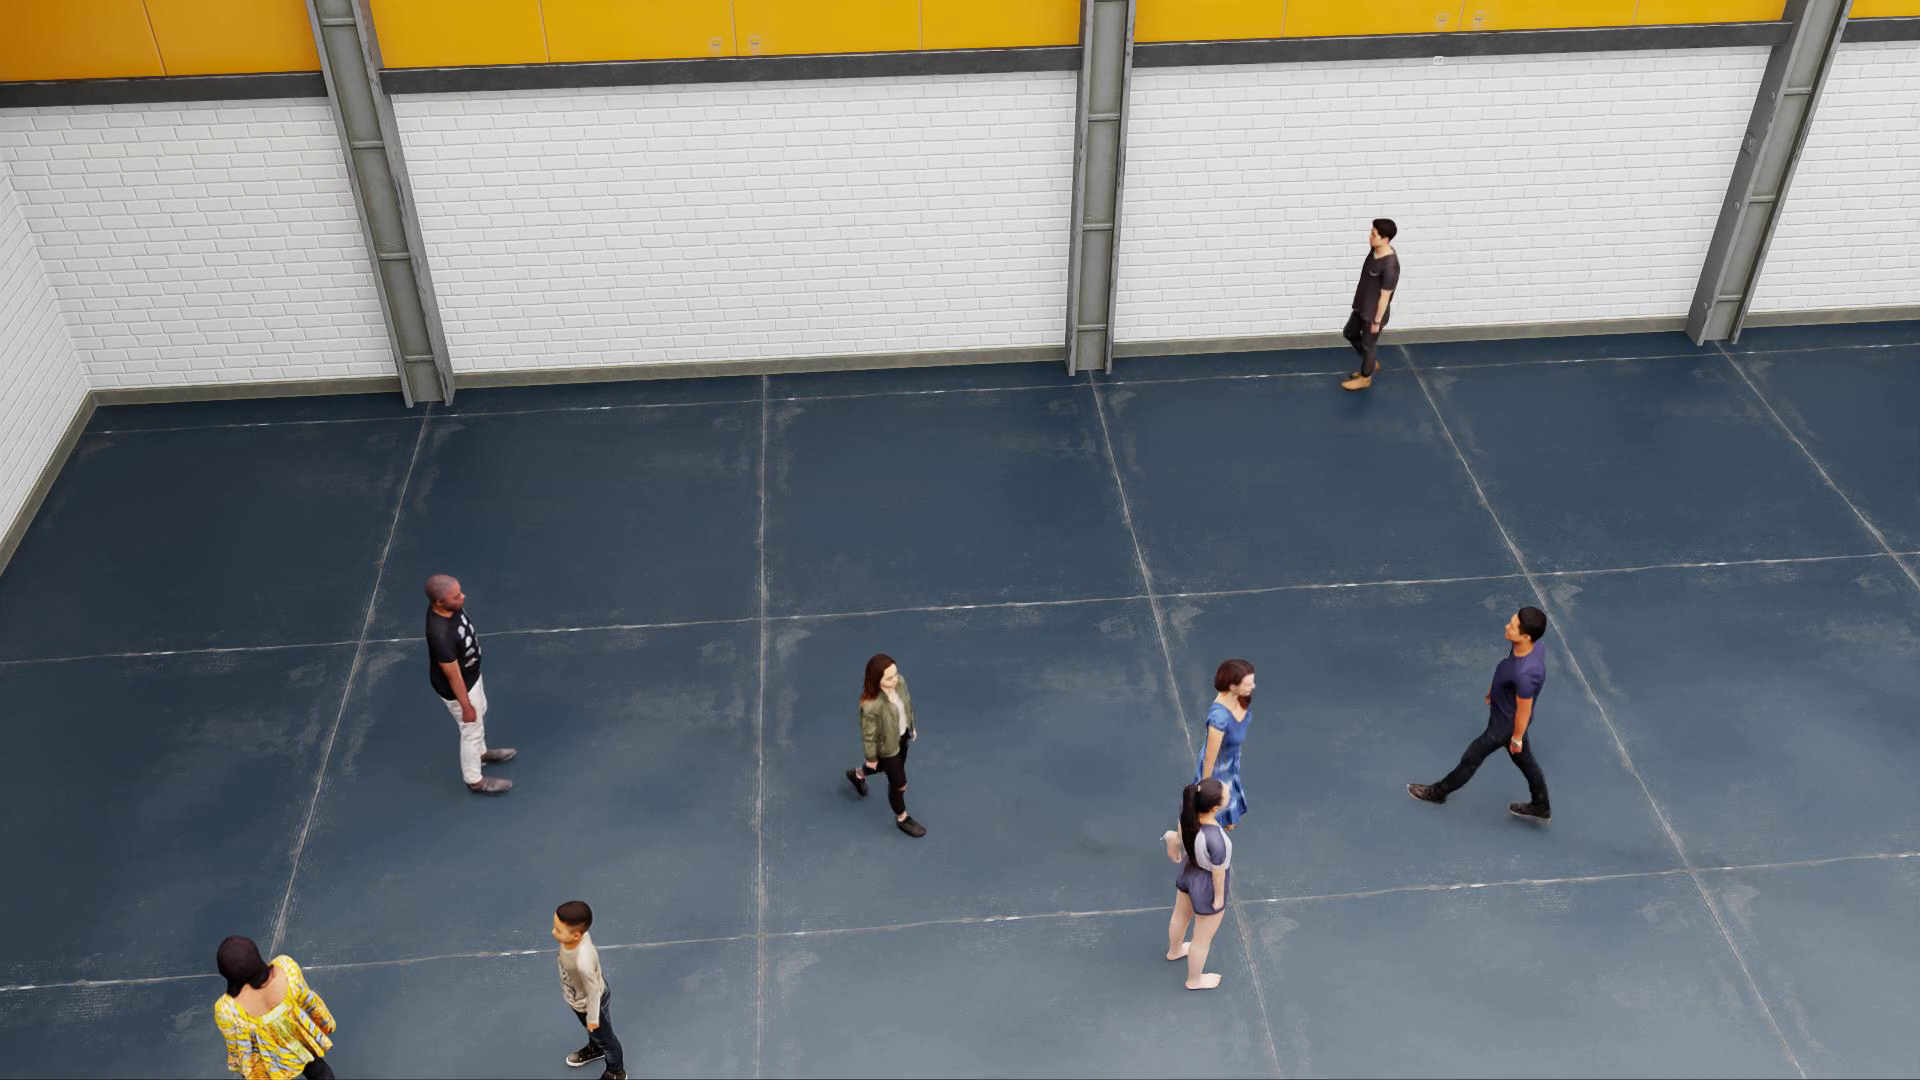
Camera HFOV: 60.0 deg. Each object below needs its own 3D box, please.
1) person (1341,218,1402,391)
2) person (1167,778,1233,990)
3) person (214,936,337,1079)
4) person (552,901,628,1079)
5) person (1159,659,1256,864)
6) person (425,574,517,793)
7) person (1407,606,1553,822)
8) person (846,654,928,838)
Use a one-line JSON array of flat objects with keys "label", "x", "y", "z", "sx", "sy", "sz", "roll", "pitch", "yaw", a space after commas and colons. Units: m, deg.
[{"label": "person", "x": 3.709, "y": -2.079, "z": 14.676, "sx": 0.608, "sy": 1.704, "sz": 0.650, "roll": -5, "pitch": 39, "yaw": -6}, {"label": "person", "x": 1.392, "y": 1.977, "z": 9.640, "sx": 0.631, "sy": 1.651, "sz": 0.656, "roll": -15, "pitch": 41, "yaw": -18}, {"label": "person", "x": -3.593, "y": 2.660, "z": 8.781, "sx": 0.943, "sy": 1.655, "sz": 0.885, "roll": 25, "pitch": 45, "yaw": 28}, {"label": "person", "x": -2.050, "y": 2.491, "z": 9.145, "sx": 0.644, "sy": 1.464, "sz": 0.634, "roll": -22, "pitch": 44, "yaw": -25}, {"label": "person", "x": 1.522, "y": 1.404, "z": 10.239, "sx": 0.895, "sy": 1.798, "sz": 0.815, "roll": 12, "pitch": 40, "yaw": 15}, {"label": "person", "x": -3.270, "y": 0.922, "z": 10.842, "sx": 0.642, "sy": 1.800, "sz": 0.690, "roll": -7, "pitch": 39, "yaw": -9}, {"label": "person", "x": 3.590, "y": 1.159, "z": 10.591, "sx": 1.264, "sy": 1.741, "sz": 0.978, "roll": 12, "pitch": 40, "yaw": 14}, {"label": "person", "x": -0.506, "y": 1.266, "z": 10.684, "sx": 0.995, "sy": 1.459, "sz": 0.865, "roll": 19, "pitch": 42, "yaw": 23}]
